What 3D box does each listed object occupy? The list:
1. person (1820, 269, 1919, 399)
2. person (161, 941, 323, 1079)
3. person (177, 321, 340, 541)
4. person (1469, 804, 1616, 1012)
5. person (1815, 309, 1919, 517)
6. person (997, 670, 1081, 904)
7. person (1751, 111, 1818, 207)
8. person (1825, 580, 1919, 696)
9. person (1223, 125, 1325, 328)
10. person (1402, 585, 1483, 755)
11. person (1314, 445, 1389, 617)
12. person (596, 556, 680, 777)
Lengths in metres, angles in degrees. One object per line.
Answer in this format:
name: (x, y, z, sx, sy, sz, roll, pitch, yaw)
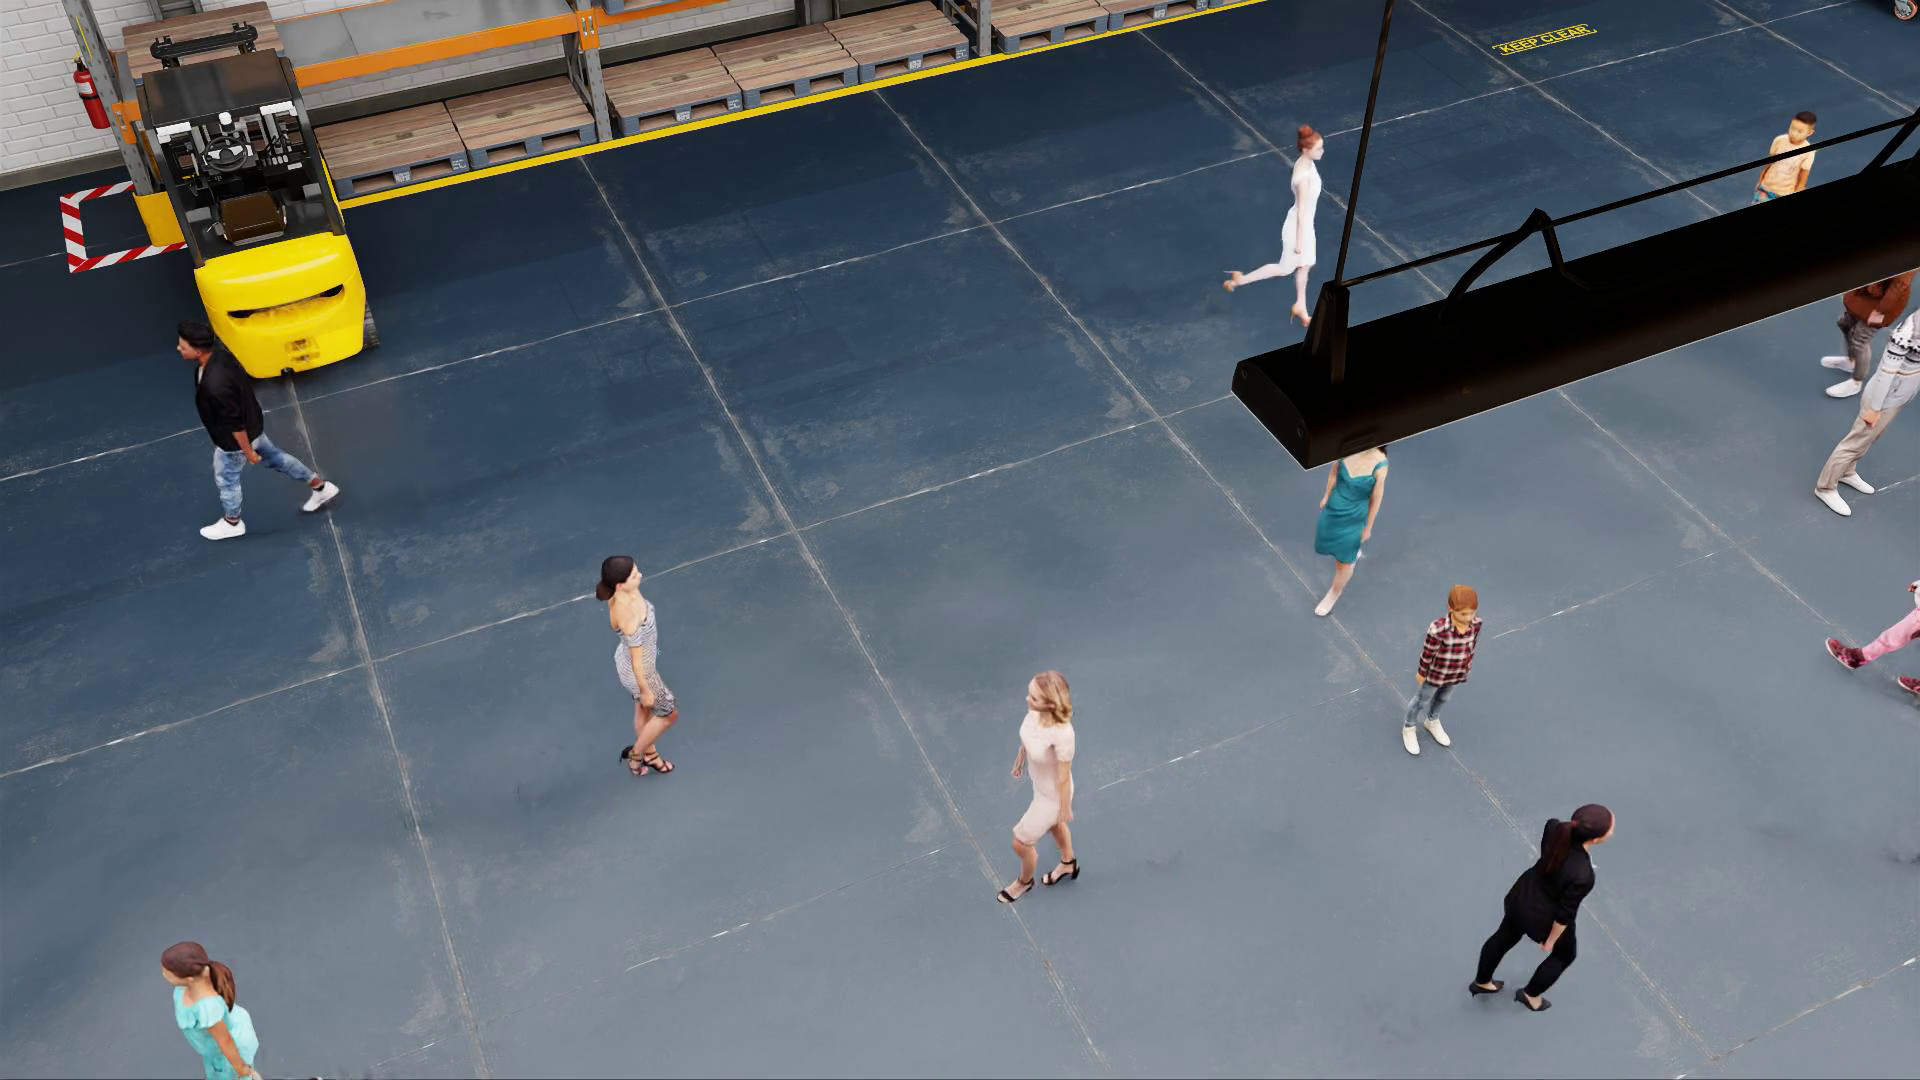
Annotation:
person: (6.924, -1.835, 12.456, 0.916, 1.797, 0.918, 15, 46, 15)
person: (-3.535, 2.429, 8.162, 0.765, 1.547, 0.575, -14, 45, -15)
person: (-4.842, -0.786, 11.369, 1.240, 1.778, 0.828, -11, 45, -11)
person: (2.925, 1.938, 8.608, 0.728, 1.642, 0.658, -11, 45, -11)
person: (6.460, -1.034, 11.569, 0.609, 1.860, 0.810, -33, 52, -29)
person: (0.580, 1.343, 9.110, 0.789, 1.811, 0.664, -11, 45, -11)
person: (6.847, -2.921, 13.860, 1.007, 1.433, 0.761, -35, 53, -31)
person: (6.136, 0.462, 10.323, 0.827, 1.414, 0.961, 34, 53, 31)
person: (2.567, -2.448, 13.118, 1.074, 1.772, 0.982, 11, 45, 11)
person: (2.934, 0.759, 10.089, 0.486, 1.305, 0.614, -11, 45, -12)
person: (2.578, -0.196, 10.823, 0.769, 1.676, 0.674, -31, 52, -28)
person: (-1.952, 0.853, 9.753, 0.684, 1.633, 0.667, -9, 44, -10)
